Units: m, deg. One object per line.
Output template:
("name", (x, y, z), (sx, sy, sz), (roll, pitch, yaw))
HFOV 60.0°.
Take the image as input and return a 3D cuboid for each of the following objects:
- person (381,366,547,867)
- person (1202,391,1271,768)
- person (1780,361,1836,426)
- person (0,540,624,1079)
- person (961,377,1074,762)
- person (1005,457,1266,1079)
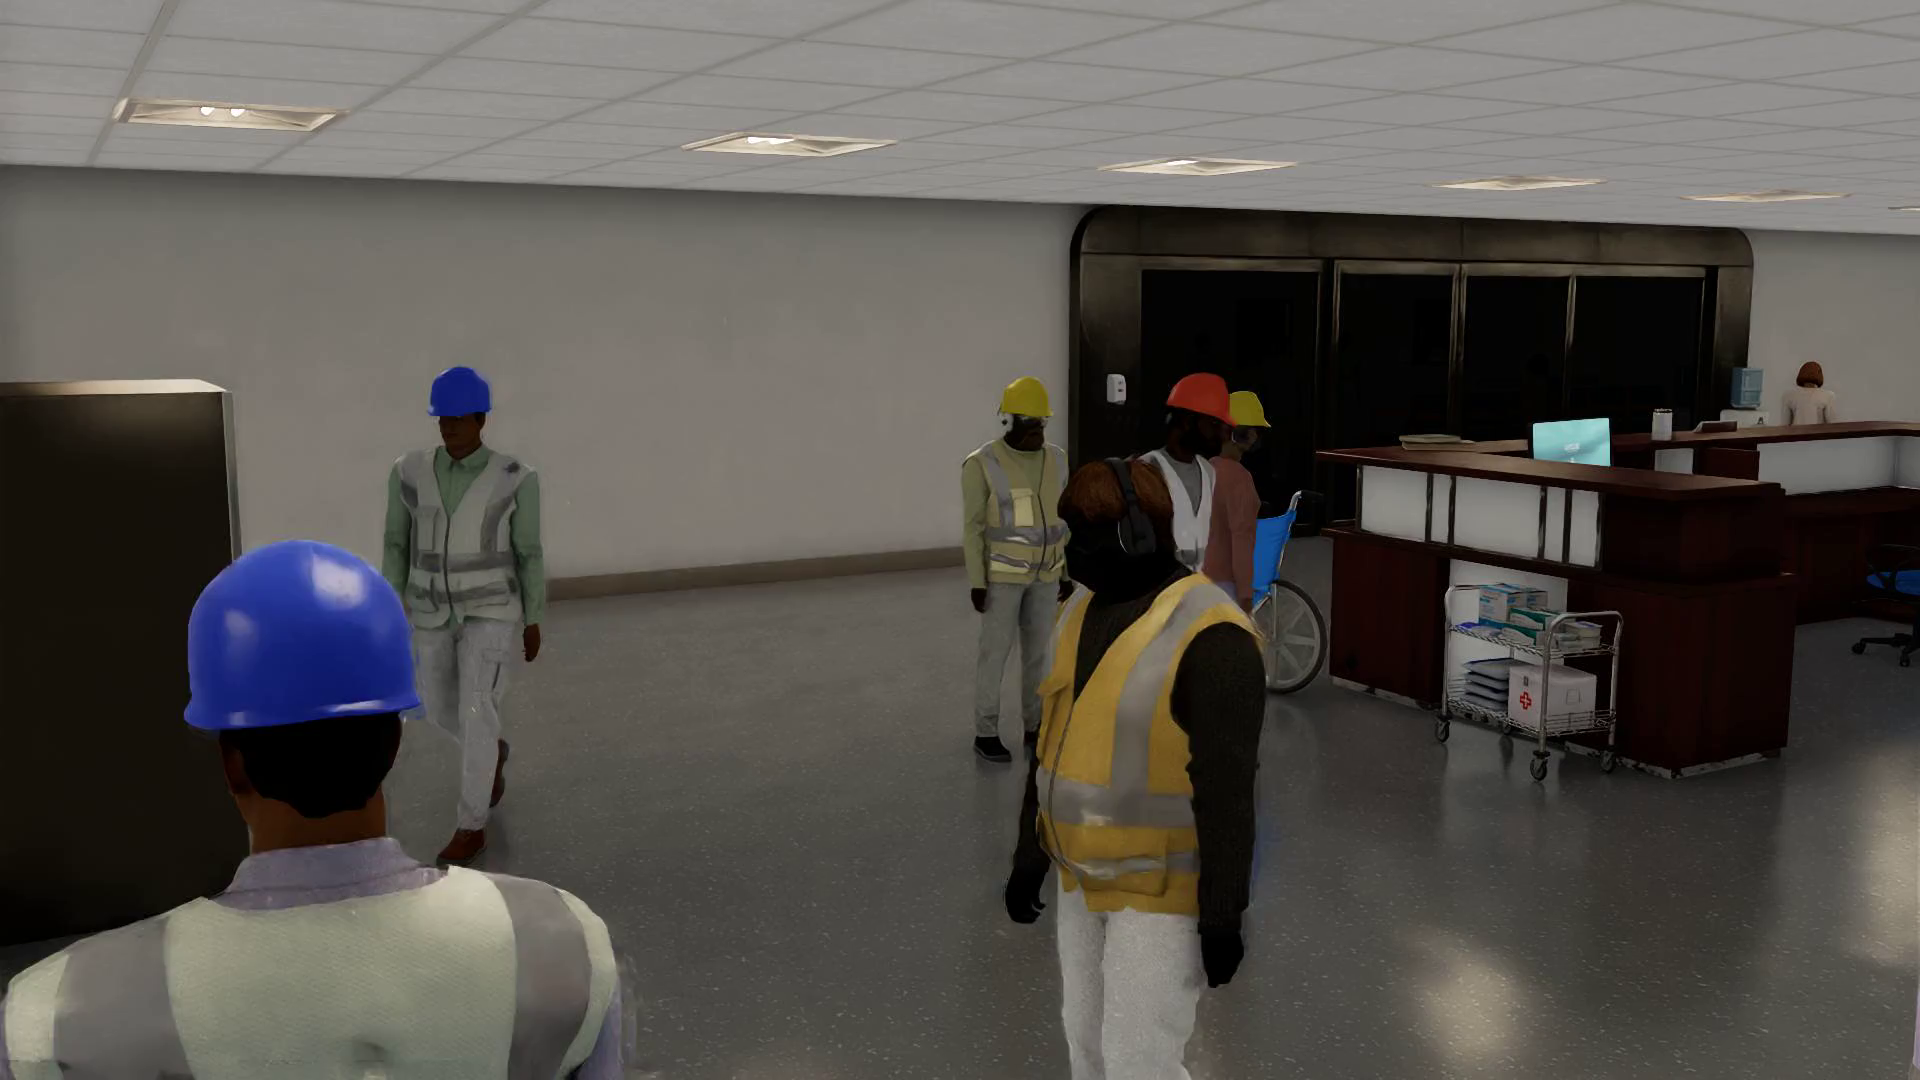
("person", (-1.942, 0.264, 6.624), (0.620, 1.923, 0.854), (1, 8, 6))
("person", (1.267, 0.184, 7.779), (0.349, 1.758, 0.522), (-1, 8, -10))
("person", (8.293, -0.932, 16.288), (0.499, 1.633, 0.280), (6, 10, 38))
("person", (-0.567, 0.962, 1.604), (0.596, 1.913, 0.889), (-6, 10, -39))
("person", (0.296, 0.140, 7.867), (0.595, 1.823, 0.403), (-5, 9, -31))
("person", (0.370, 0.731, 3.581), (0.445, 1.822, 0.626), (-4, 9, -25))
